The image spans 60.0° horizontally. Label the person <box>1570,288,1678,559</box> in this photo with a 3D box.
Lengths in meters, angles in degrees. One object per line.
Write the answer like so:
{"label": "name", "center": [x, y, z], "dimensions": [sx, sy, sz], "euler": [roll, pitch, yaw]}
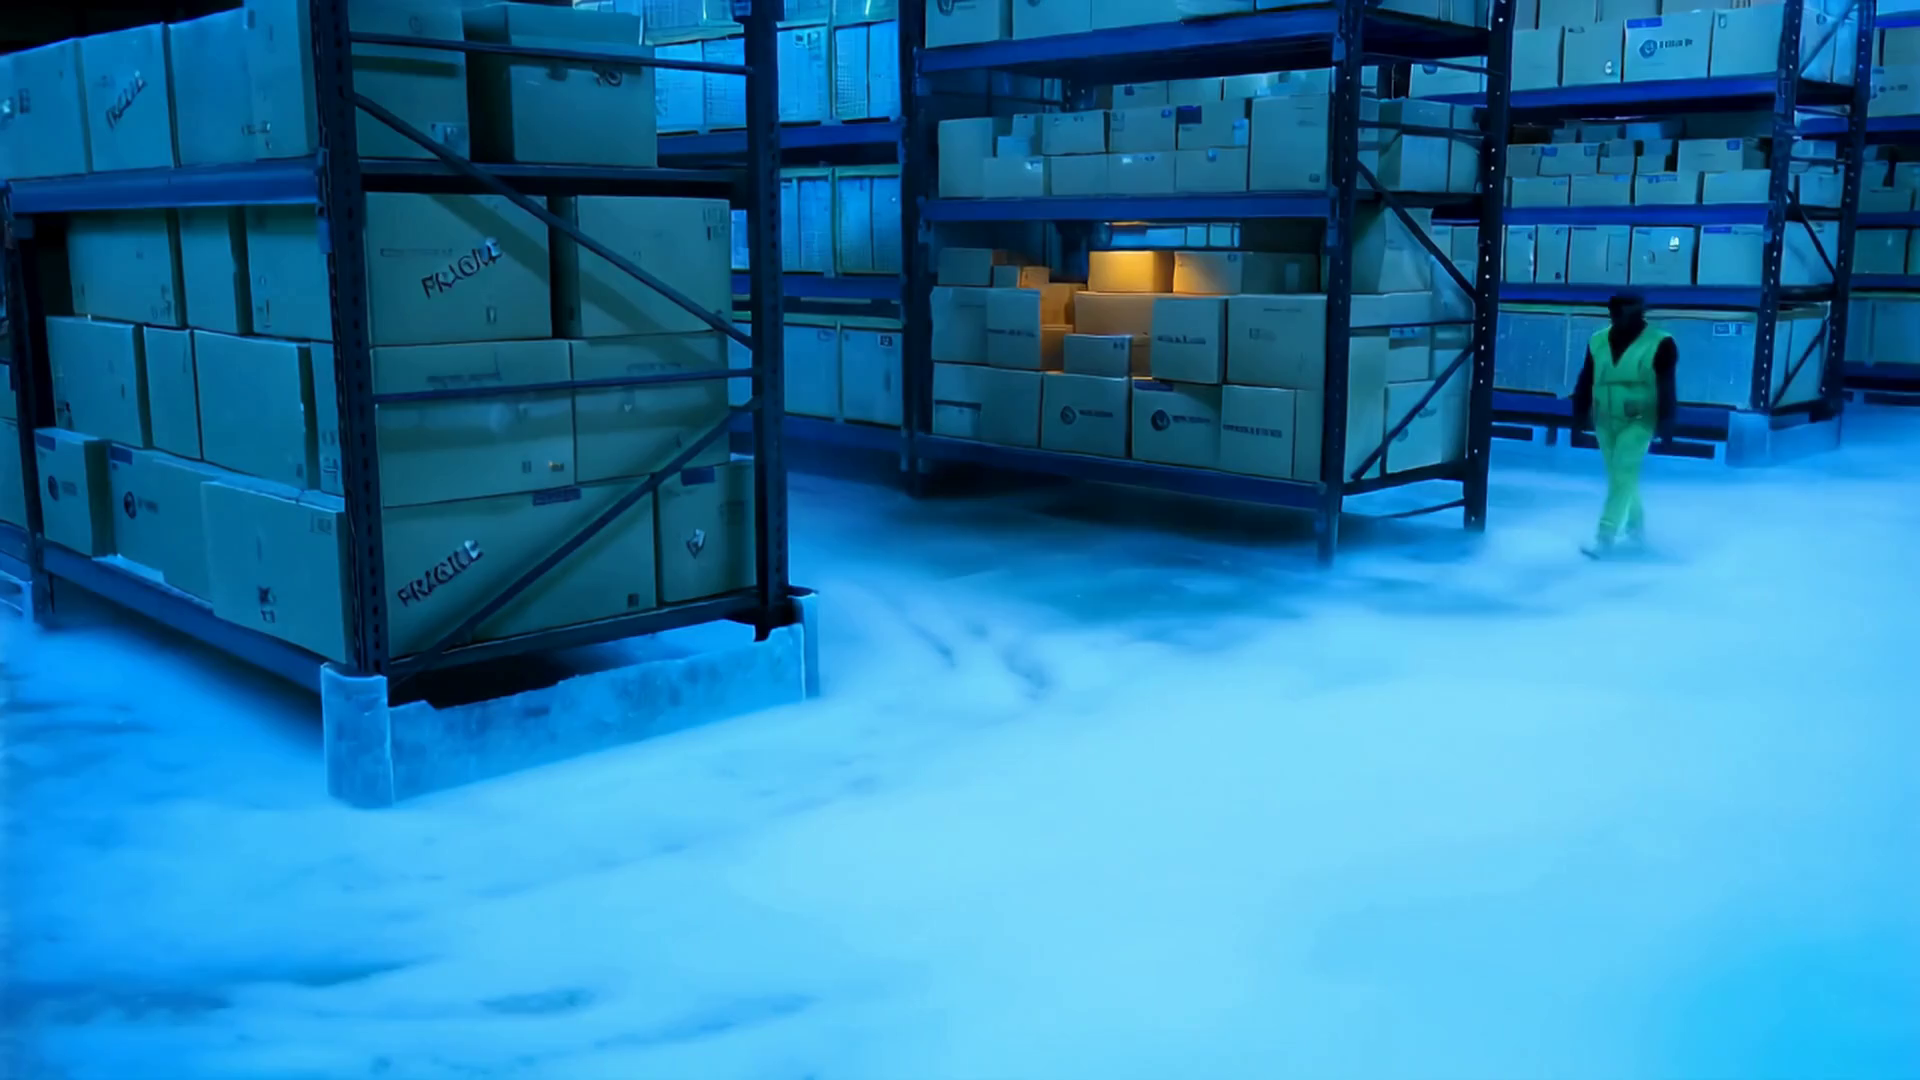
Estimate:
{"label": "person", "center": [4.476, -0.802, 11.224], "dimensions": [0.969, 1.794, 0.645], "euler": [-8, 13, -36]}
